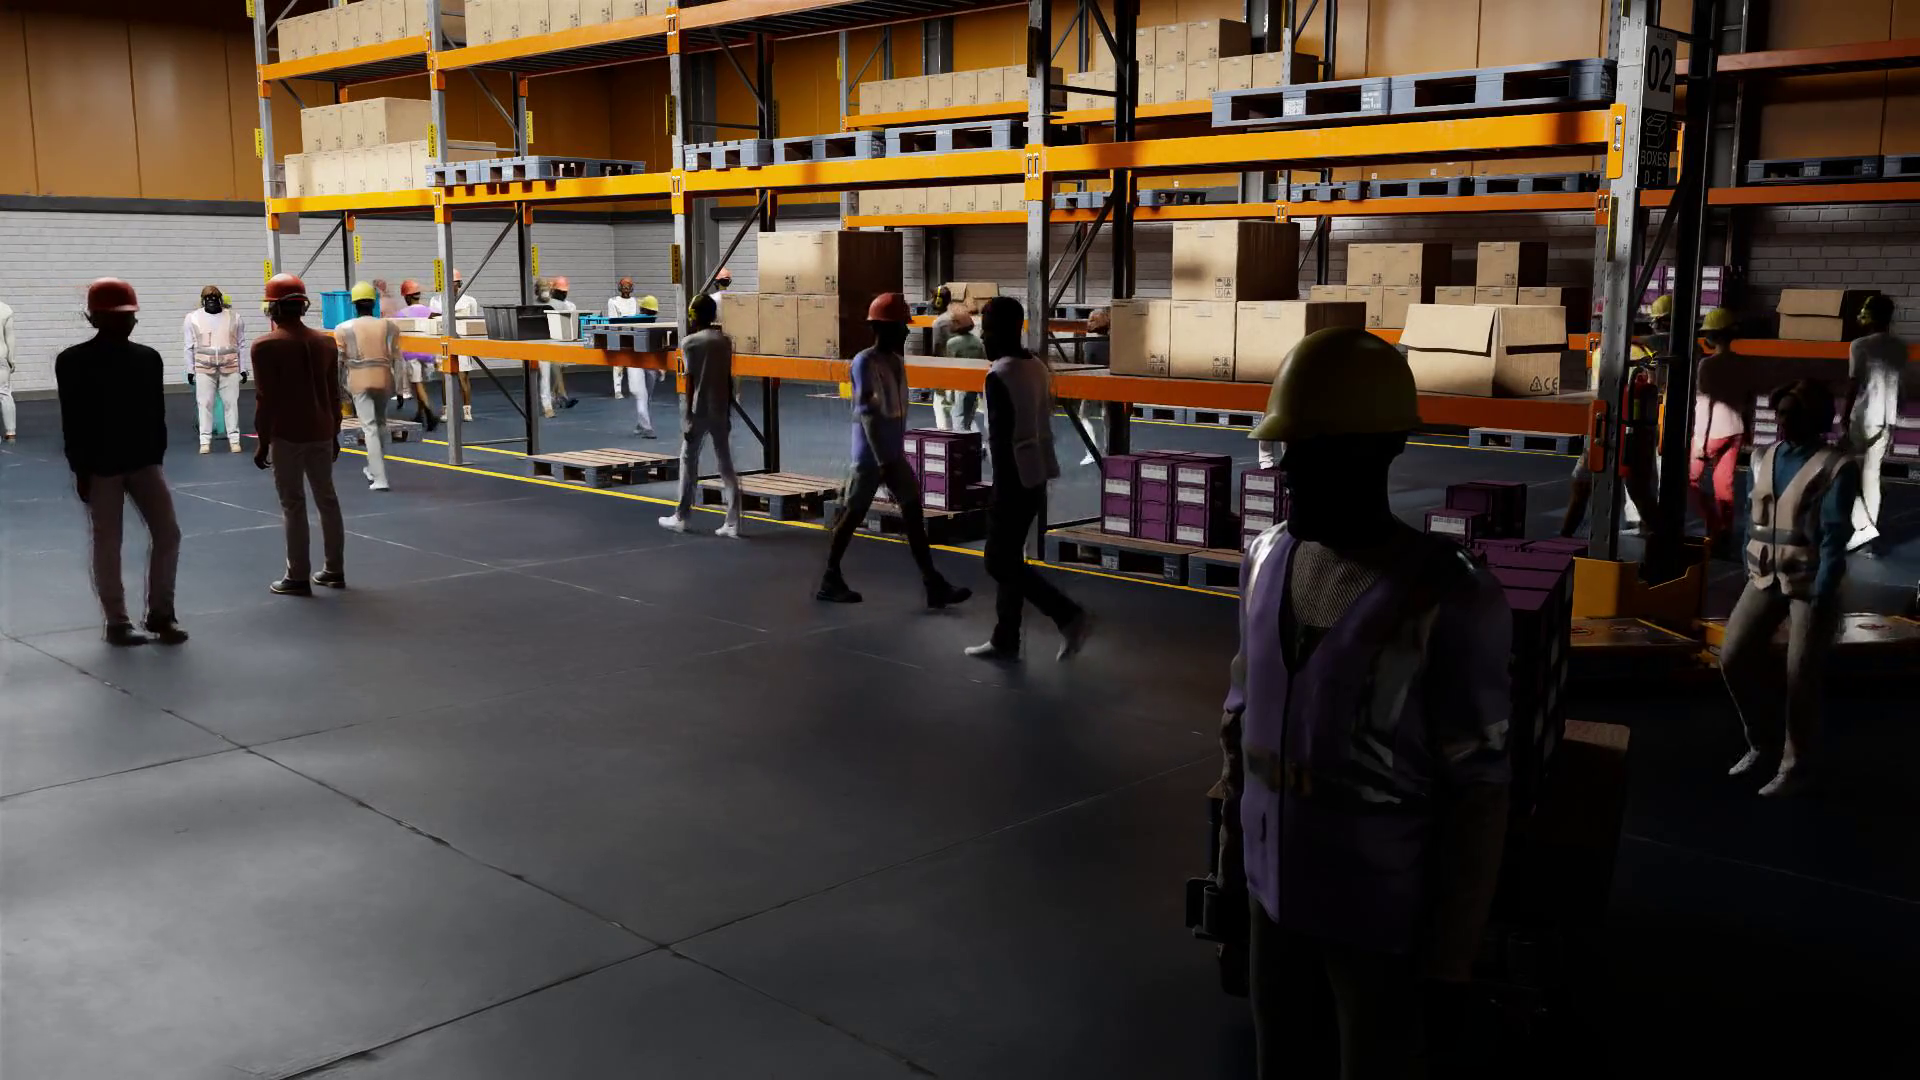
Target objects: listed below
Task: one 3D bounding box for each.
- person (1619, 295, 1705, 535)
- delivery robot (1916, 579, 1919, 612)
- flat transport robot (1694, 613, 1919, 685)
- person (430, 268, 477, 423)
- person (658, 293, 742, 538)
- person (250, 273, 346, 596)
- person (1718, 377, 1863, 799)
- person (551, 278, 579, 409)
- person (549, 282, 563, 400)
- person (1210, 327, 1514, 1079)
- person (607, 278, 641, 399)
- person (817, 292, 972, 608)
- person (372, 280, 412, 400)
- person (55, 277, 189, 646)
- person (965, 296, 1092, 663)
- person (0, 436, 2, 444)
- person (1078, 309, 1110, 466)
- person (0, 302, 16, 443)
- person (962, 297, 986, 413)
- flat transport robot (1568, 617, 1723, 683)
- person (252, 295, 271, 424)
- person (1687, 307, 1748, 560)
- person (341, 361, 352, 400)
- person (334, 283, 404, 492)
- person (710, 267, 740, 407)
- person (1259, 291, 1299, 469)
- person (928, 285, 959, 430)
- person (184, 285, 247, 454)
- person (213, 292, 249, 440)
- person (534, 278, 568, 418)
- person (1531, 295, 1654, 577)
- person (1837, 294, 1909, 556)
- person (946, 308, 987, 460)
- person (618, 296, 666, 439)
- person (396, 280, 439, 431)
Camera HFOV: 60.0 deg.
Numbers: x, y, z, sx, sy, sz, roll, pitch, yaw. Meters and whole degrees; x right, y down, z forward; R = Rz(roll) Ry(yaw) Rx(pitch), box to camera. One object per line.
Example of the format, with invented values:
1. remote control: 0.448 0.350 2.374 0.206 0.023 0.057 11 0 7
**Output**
1. person: 5.259 -0.920 12.508 0.617 1.824 0.403 -1 9 -8
2. delivery robot: 5.369 0.289 8.684 0.707 0.478 0.477 -4 10 -22
3. flat transport robot: 4.380 0.536 8.338 1.431 0.197 0.652 -1 9 -8
4. person: -6.666 -2.565 21.934 0.605 2.044 0.375 -2 9 -12
5. person: -1.971 -0.945 12.637 0.883 1.832 0.559 8 12 41
6. person: -4.131 -0.653 10.358 0.395 1.993 0.614 6 11 31
7. person: 3.154 0.192 6.335 0.373 1.622 0.512 -4 10 -23
8. person: -5.695 -2.813 23.925 0.968 1.885 0.543 9 13 44
9. person: -6.320 -3.066 25.678 0.404 1.822 0.610 1 9 4
10. person: 0.644 0.603 2.859 0.367 1.926 0.594 -6 11 -32
11. person: -5.214 -3.144 25.963 0.573 1.886 0.353 -6 11 -35
12. person: -0.445 -0.522 9.917 1.011 1.887 0.550 5 11 30
13. person: -8.957 -3.082 25.690 0.979 1.853 0.641 0 9 -2
14. person: -4.432 -0.393 8.829 0.608 1.974 0.623 7 12 36
15. person: 0.338 -0.284 8.413 0.660 1.895 0.591 4 10 25
16. person: -8.460 -1.180 14.089 0.445 1.831 0.651 5 10 26
17. person: 1.424 -1.540 16.973 0.505 1.618 0.437 -6 11 -32
18. person: -11.237 -2.070 19.214 0.372 1.941 0.627 8 12 40
19. person: 0.163 -2.573 23.259 0.497 1.629 0.276 -4 10 -24
20. flat transport robot: 2.962 0.549 8.259 1.431 0.197 0.652 -1 9 -8
21. person: -8.808 -2.312 21.456 0.862 1.685 0.580 -7 12 -37
22. person: 5.227 -0.724 11.528 0.531 1.756 0.365 -5 10 -28
23. person: -7.810 -2.193 21.045 0.871 1.588 0.517 -1 9 -8
24. person: -5.478 -1.412 15.325 0.612 1.879 0.952 -7 12 -36
25. person: -3.432 -2.924 24.127 0.379 2.045 0.605 9 13 44
26. person: 3.132 -1.527 15.987 0.643 1.909 0.410 -5 10 -26
27. person: -0.182 -1.791 17.774 0.416 1.852 0.546 5 10 26
28. person: -8.148 -1.862 18.238 0.629 1.842 0.429 -4 10 -25
29. person: -8.733 -2.058 19.742 0.542 1.751 0.484 5 10 26
30. person: -5.720 -2.655 22.951 0.639 1.904 0.978 -5 11 -30
31. person: 4.312 -0.705 11.039 0.549 1.873 1.010 -6 11 -31
32. person: 6.401 -0.802 11.738 0.547 1.845 0.406 -2 10 -14
33. person: 0.048 -1.546 17.015 0.525 1.605 0.374 -9 13 -44
34. person: -3.836 -2.093 20.071 0.561 1.708 0.860 -5 10 -27
35. person: -6.802 -2.325 20.937 0.543 1.900 0.937 -8 12 -41
